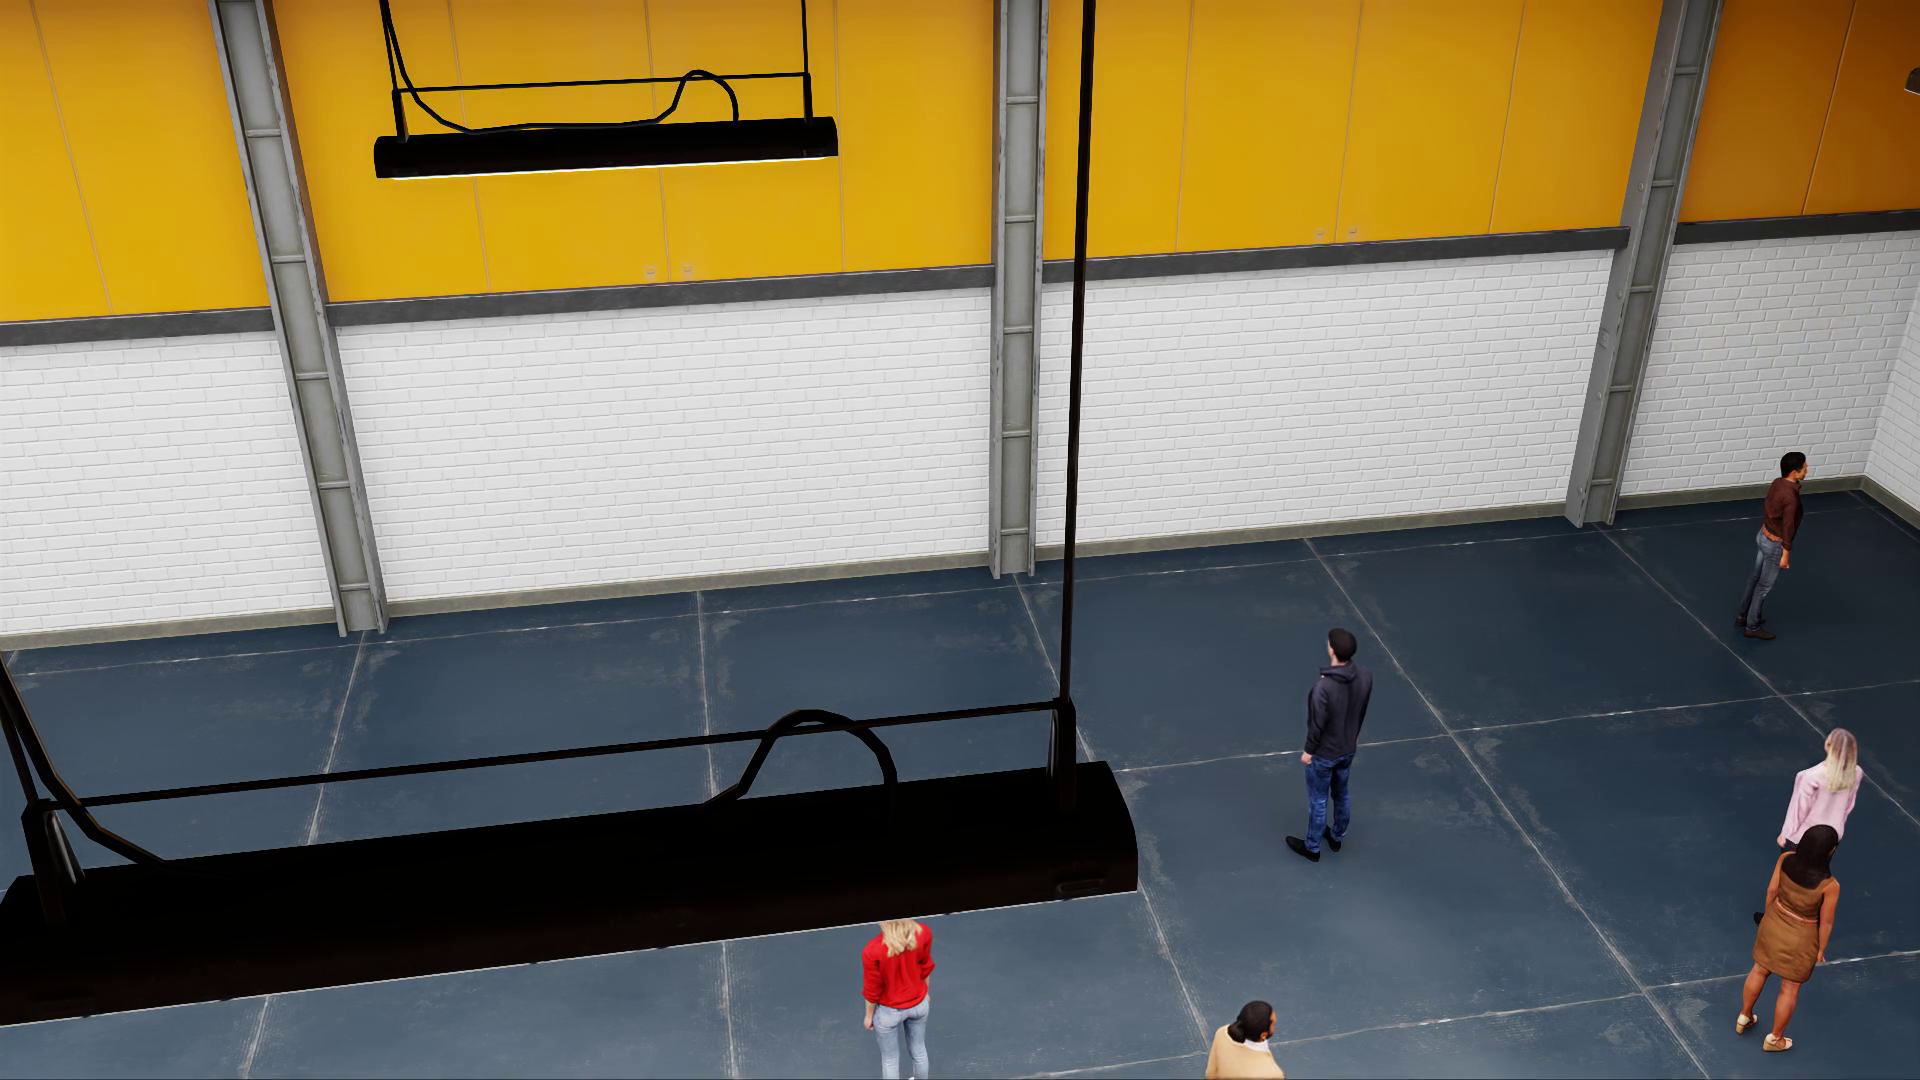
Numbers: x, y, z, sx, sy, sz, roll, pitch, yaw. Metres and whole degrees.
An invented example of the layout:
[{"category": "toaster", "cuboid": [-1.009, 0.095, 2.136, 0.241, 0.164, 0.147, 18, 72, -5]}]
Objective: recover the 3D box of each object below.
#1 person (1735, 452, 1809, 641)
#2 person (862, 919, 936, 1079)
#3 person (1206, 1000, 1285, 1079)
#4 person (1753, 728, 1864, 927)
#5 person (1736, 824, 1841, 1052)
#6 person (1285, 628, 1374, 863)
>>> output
[{"category": "person", "cuboid": [7.155, 0.031, 14.641, 0.625, 1.782, 0.699, 3, 29, 5]}, {"category": "person", "cuboid": [-0.356, 2.732, 9.770, 0.566, 1.705, 0.734, -15, 32, -26]}, {"category": "person", "cuboid": [1.518, 3.156, 8.940, 0.726, 1.753, 0.745, -18, 34, -30]}, {"category": "person", "cuboid": [5.741, 1.976, 11.172, 0.464, 1.688, 0.648, -5, 29, -9]}, {"category": "person", "cuboid": [5.144, 2.449, 10.306, 0.625, 1.689, 0.637, -17, 33, -28]}, {"category": "person", "cuboid": [2.666, 1.467, 11.890, 0.655, 1.895, 0.809, -17, 33, -28]}]
